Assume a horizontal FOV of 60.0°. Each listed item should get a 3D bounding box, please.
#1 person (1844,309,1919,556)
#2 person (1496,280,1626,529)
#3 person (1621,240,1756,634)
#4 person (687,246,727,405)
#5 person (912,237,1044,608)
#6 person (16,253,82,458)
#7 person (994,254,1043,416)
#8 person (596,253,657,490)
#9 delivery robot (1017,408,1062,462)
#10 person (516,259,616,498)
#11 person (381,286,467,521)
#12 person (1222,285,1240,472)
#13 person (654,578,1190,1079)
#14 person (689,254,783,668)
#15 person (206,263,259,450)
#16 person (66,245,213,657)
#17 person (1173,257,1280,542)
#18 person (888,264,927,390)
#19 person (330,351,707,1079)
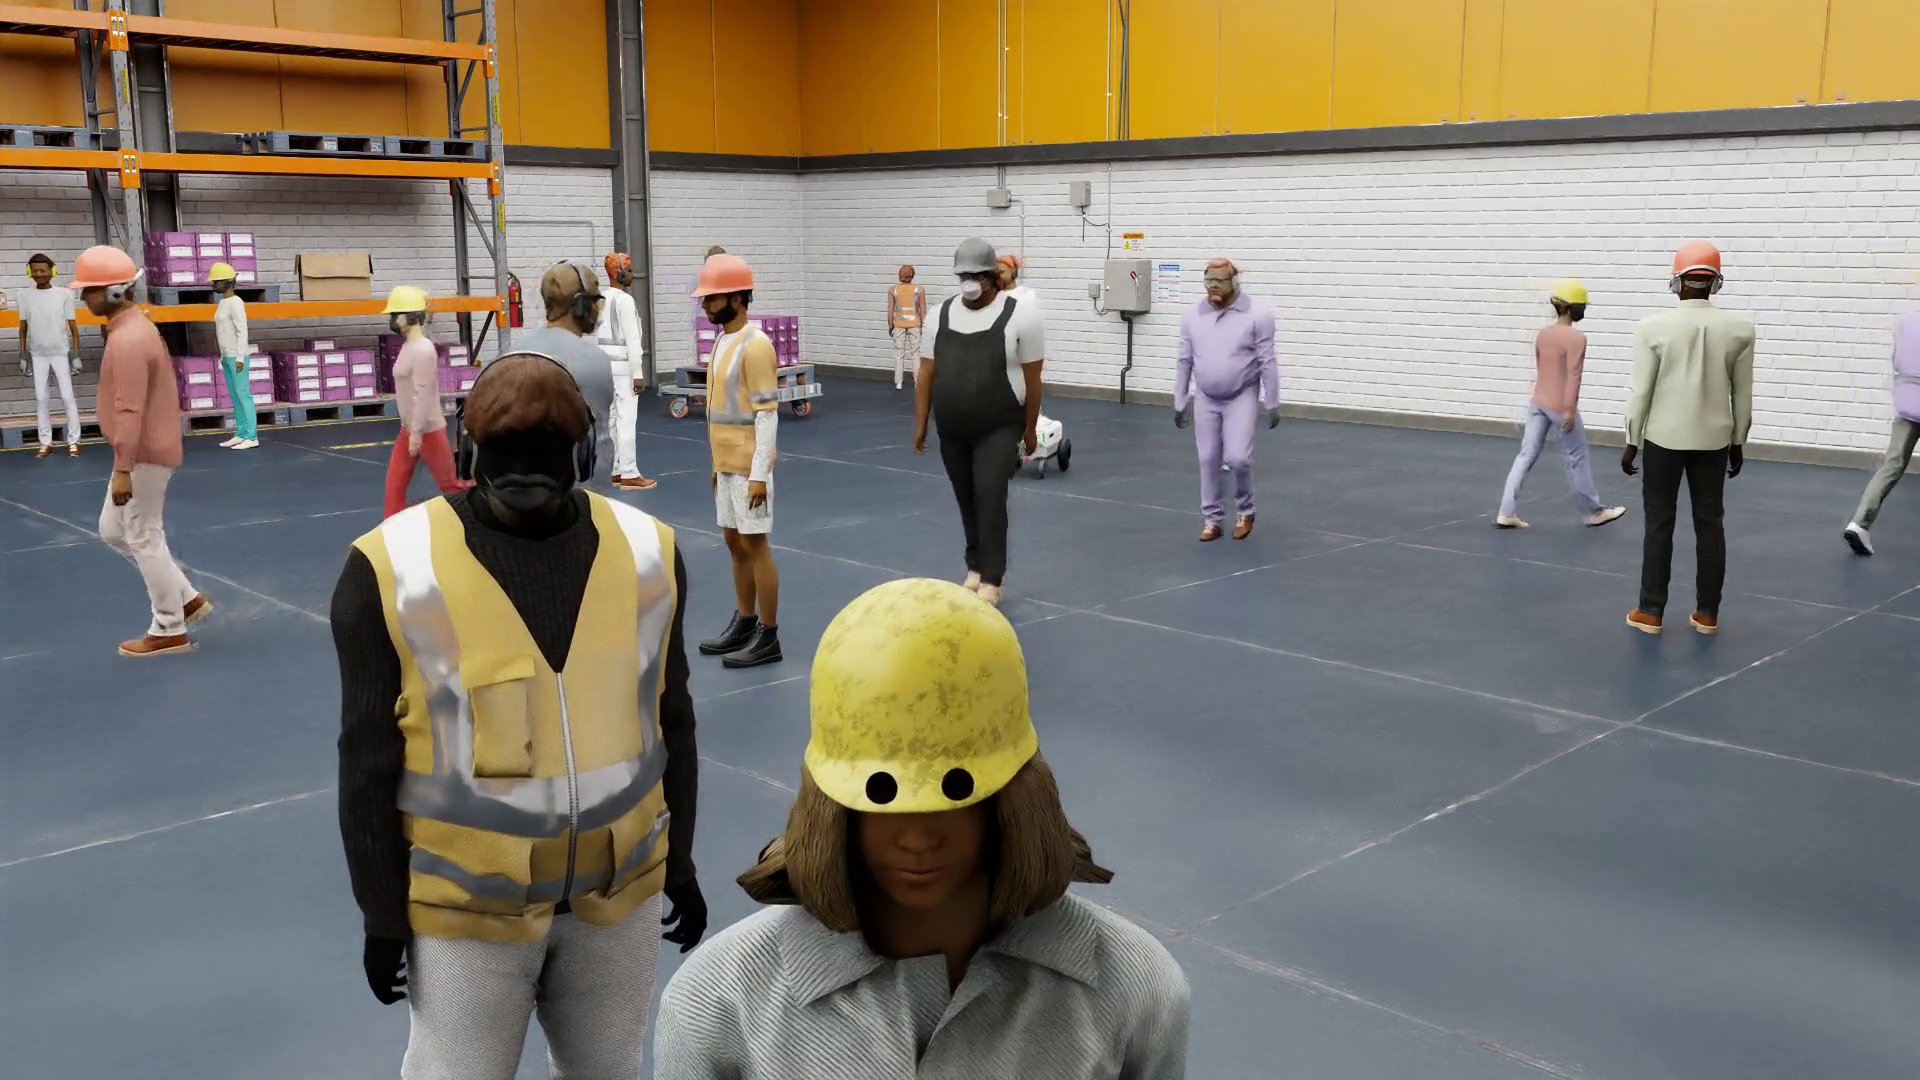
[{"bbox_3d":[6.064,-0.826,10.495,0.971,1.882,0.584,-5,12,-26],"label":"person"},{"bbox_3d":[4.143,-0.917,11.438,0.936,1.715,0.543,-3,11,-17],"label":"person"},{"bbox_3d":[3.686,-0.514,8.467,0.617,1.993,0.396,1,10,5],"label":"person"},{"bbox_3d":[-2.878,-2.536,19.779,0.990,1.878,0.751,-2,11,-12],"label":"person"},{"bbox_3d":[0.047,-0.662,9.155,0.689,2.000,0.848,5,11,25],"label":"person"},{"bbox_3d":[-8.318,-1.679,15.199,0.513,1.861,0.327,-3,11,-14],"label":"person"},{"bbox_3d":[0.496,-1.693,15.287,0.573,1.858,0.919,7,13,35],"label":"person"},{"bbox_3d":[-2.699,-1.341,13.288,0.355,1.882,0.575,-9,13,-39],"label":"person"},{"bbox_3d":[0.640,-0.882,14.151,0.477,0.478,0.707,3,11,15],"label":"delivery robot"},{"bbox_3d":[-1.494,-0.092,6.337,0.416,1.929,0.673,-10,14,-42],"label":"person"},{"bbox_3d":[-3.274,-0.684,10.145,0.898,1.722,0.536,-6,12,-31],"label":"person"},{"bbox_3d":[2.266,-1.408,14.316,0.308,1.641,0.514,-6,12,-29],"label":"person"},{"bbox_3d":[-0.029,0.885,1.530,0.492,1.742,0.320,-1,10,-7],"label":"person"},{"bbox_3d":[-1.061,-0.364,7.820,0.378,1.932,0.551,-6,12,-28],"label":"person"},{"bbox_3d":[-6.912,-1.737,15.770,0.326,1.765,0.533,-9,13,-39],"label":"person"},{"bbox_3d":[-3.920,-0.396,7.882,0.439,1.969,0.629,-5,11,-24],"label":"person"},{"bbox_3d":[1.743,-0.907,10.928,0.719,1.885,0.442,5,12,27],"label":"person"},{"bbox_3d":[-0.692,-2.779,21.786,0.513,1.642,0.313,1,10,6],"label":"person"},{"bbox_3d":[-0.719,0.599,2.841,0.619,1.839,0.430,-6,12,-31],"label":"person"}]
